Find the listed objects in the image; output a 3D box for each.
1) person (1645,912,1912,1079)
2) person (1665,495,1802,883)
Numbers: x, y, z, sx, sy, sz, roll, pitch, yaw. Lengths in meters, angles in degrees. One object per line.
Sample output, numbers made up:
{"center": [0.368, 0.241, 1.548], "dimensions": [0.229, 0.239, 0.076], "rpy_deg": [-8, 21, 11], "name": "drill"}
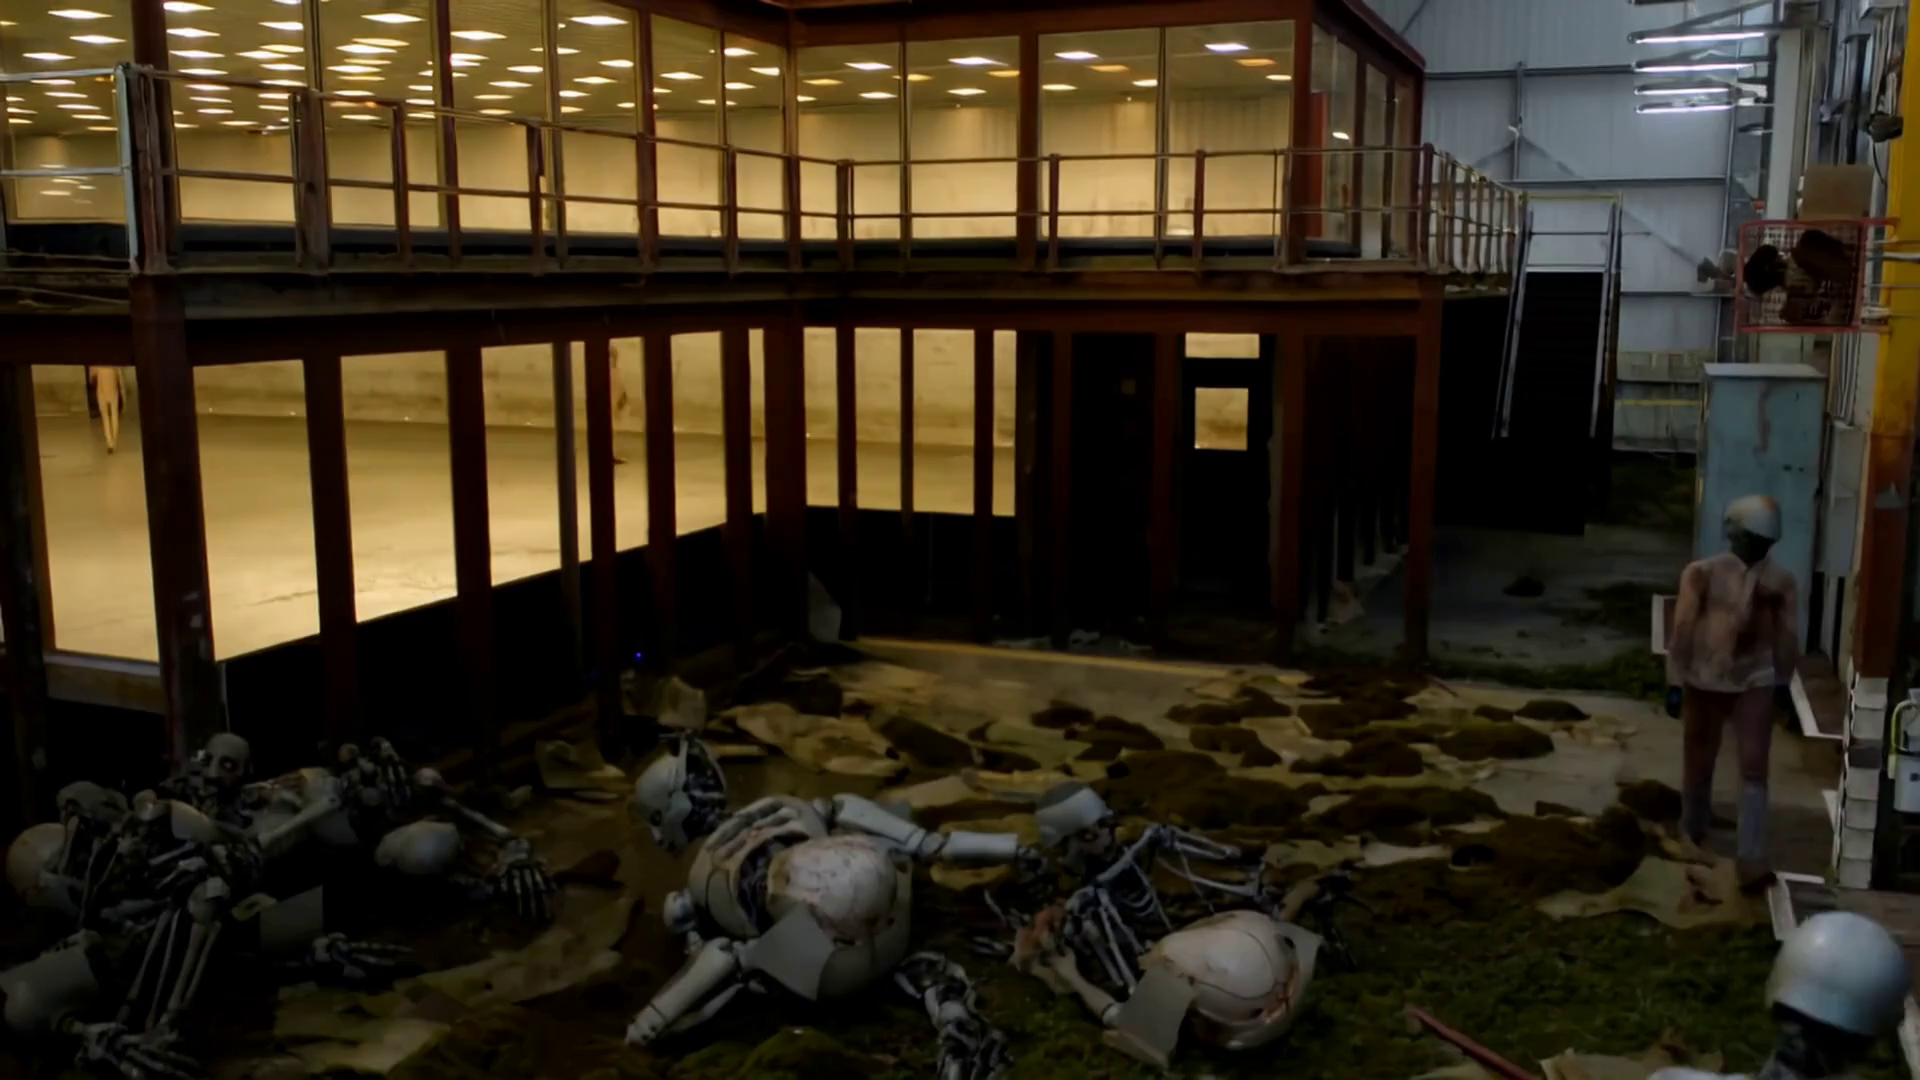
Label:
{"center": [1.552, 1.608, 3.193], "dimensions": [0.605, 1.886, 1.008], "rpy_deg": [5, 10, 28], "name": "person"}
{"center": [3.970, 0.719, 8.565], "dimensions": [0.658, 1.930, 1.011], "rpy_deg": [2, 9, 11], "name": "person"}
